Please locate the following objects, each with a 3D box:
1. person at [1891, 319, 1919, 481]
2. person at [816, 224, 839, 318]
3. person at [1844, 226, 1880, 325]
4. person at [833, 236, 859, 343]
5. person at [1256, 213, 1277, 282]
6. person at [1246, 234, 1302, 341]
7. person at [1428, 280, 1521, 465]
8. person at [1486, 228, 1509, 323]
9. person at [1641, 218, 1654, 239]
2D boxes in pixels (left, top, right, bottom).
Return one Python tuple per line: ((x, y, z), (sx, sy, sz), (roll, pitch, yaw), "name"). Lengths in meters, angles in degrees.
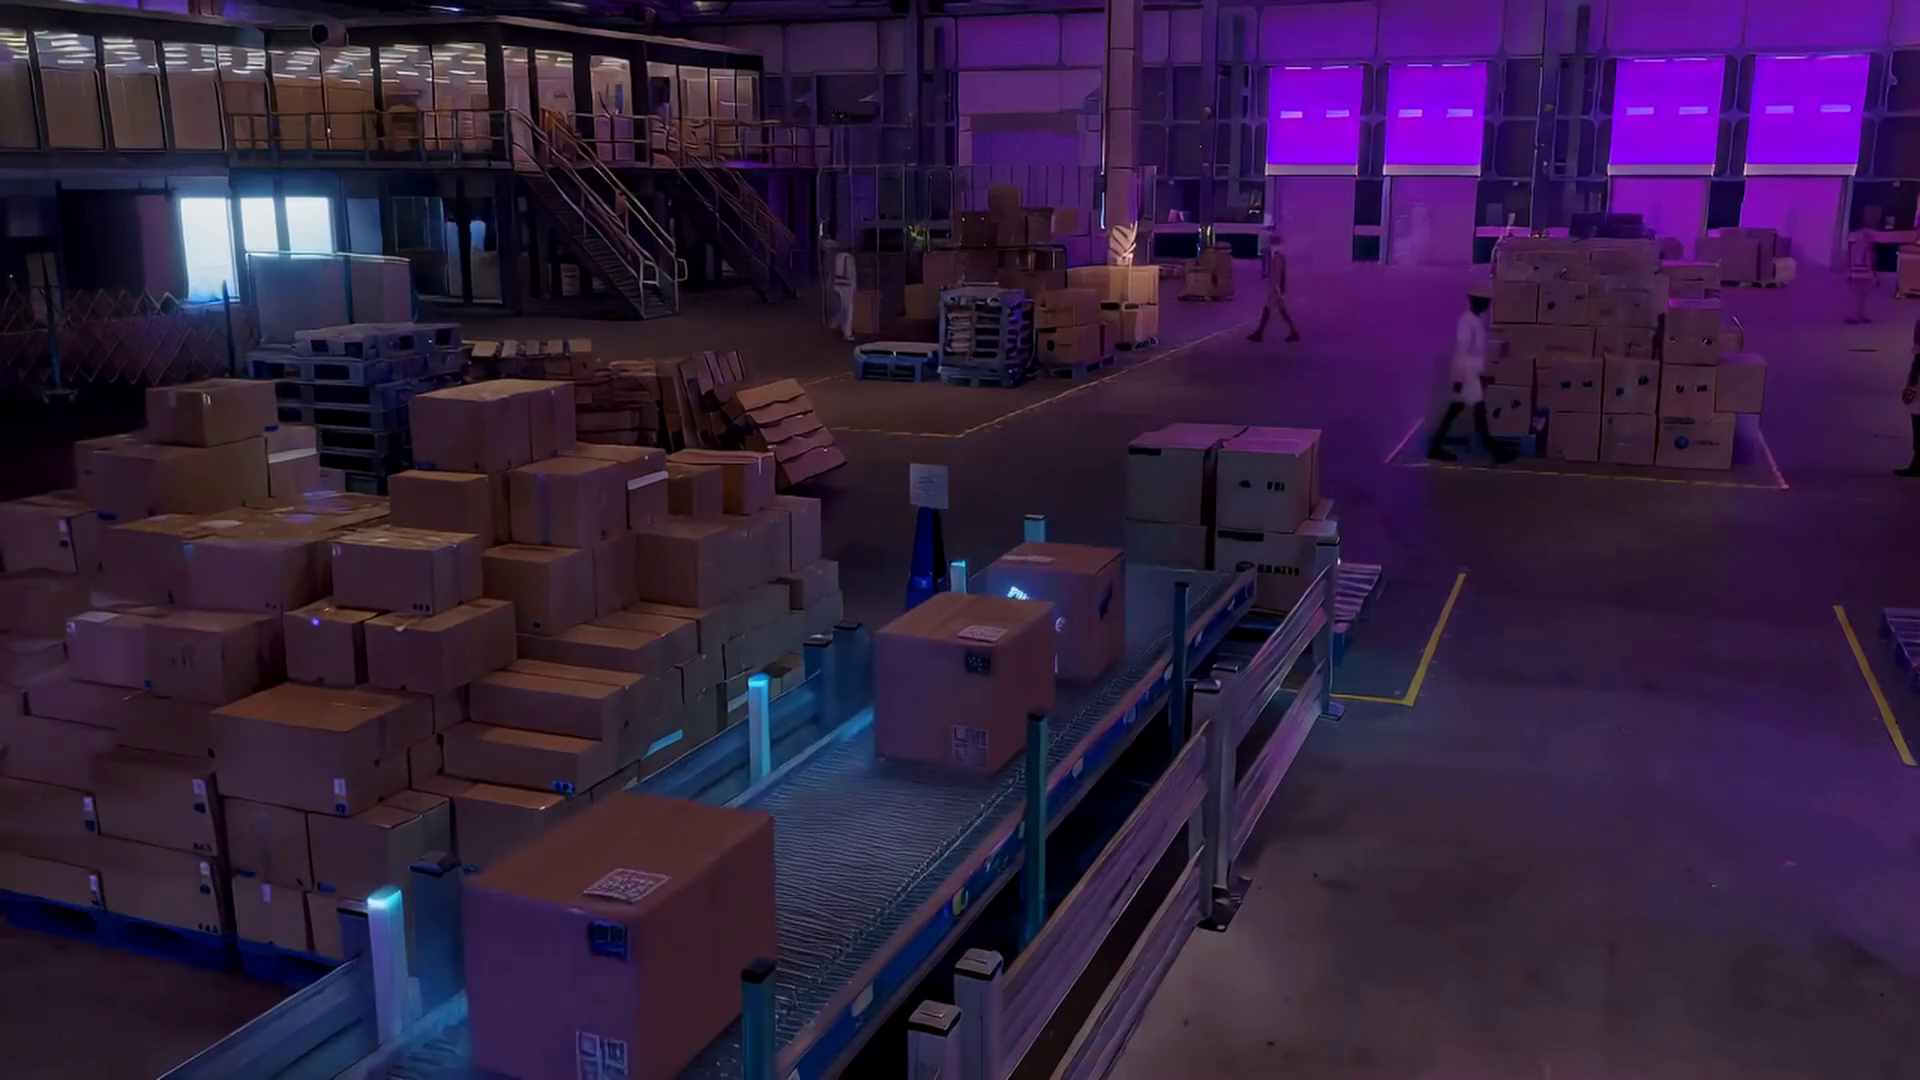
((9.460, -1.561, 16.255), (0.612, 1.963, 0.361), (-6, 14, -25), "person")
((-2.709, -5.503, 34.077), (0.392, 1.912, 0.589), (9, 16, 36), "person")
((17.741, -5.154, 32.478), (0.887, 1.910, 0.654), (-2, 13, -11), "person")
((-1.961, -4.367, 29.058), (0.412, 1.868, 0.610), (-8, 15, -33), "person")
((8.283, -7.913, 45.029), (0.625, 1.844, 0.429), (-11, 17, -41), "person")
((5.615, -4.444, 29.366), (0.977, 1.895, 0.559), (1, 13, 6), "person")
((5.339, -1.722, 17.143), (0.977, 1.882, 0.562), (7, 14, 27), "person")
((10.637, -5.211, 32.850), (0.359, 1.878, 0.579), (8, 15, 33), "person")
((17.174, -7.190, 41.830), (0.602, 1.815, 0.651), (-3, 13, -12), "person")
